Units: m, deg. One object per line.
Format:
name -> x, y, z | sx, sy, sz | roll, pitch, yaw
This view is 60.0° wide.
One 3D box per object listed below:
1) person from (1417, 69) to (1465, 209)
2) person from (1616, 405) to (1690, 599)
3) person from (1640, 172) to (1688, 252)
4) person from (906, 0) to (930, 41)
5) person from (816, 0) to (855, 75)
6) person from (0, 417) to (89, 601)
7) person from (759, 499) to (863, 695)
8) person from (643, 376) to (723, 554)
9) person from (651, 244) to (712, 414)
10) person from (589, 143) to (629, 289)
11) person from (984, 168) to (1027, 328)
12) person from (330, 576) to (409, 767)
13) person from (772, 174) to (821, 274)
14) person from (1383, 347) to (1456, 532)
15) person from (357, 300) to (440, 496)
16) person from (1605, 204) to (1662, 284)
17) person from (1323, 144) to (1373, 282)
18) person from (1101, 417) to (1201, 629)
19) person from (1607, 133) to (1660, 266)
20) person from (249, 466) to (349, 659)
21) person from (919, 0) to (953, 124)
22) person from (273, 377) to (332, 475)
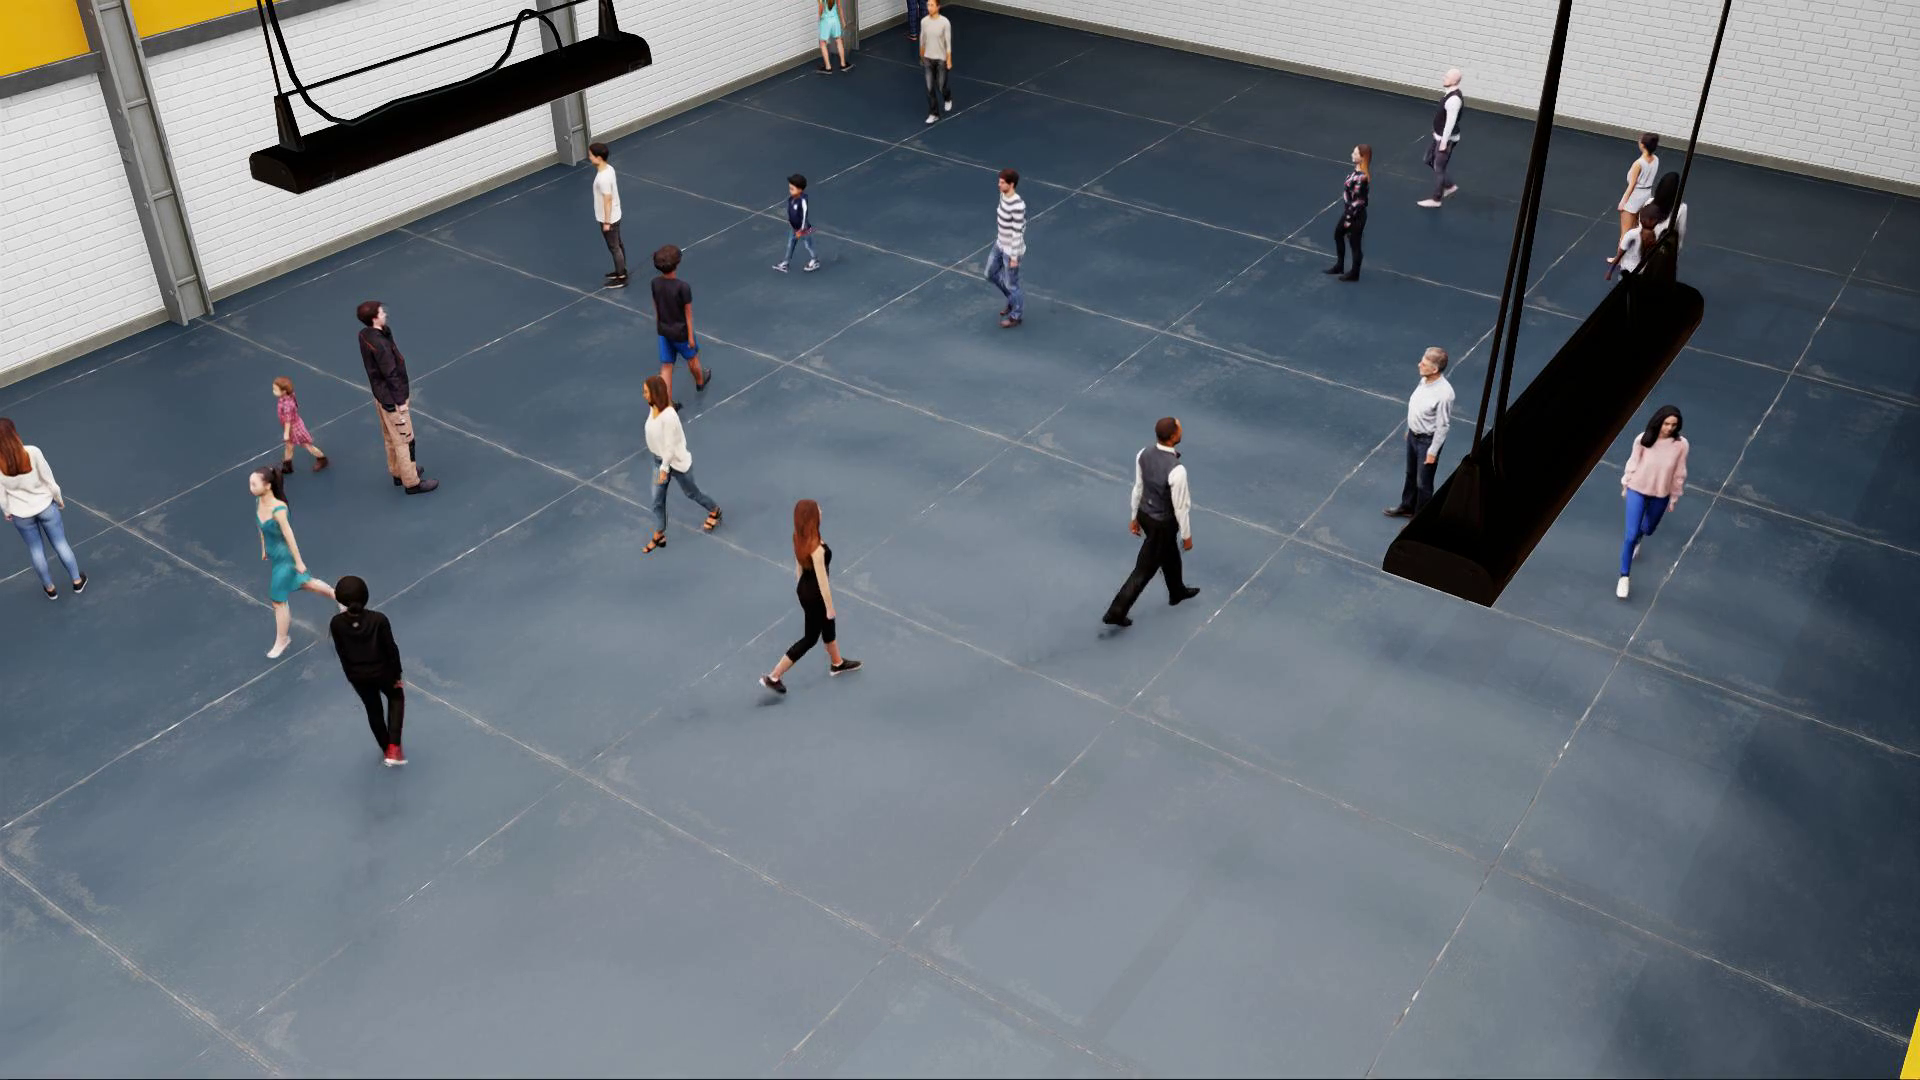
person -> 6.235, -5.085, 21.124 | 0.922, 1.815, 0.838 | 5, 34, 7
person -> 5.860, -0.416, 14.170 | 0.879, 1.736, 1.196 | 9, 35, 13
person -> 7.715, -3.219, 18.457 | 0.650, 1.659, 1.128 | 23, 40, 30
person -> -0.713, -9.119, 27.184 | 0.729, 1.824, 0.825 | -12, 35, -17
person -> -1.985, -8.019, 25.786 | 0.585, 1.540, 0.874 | -17, 37, -24
person -> -7.792, -0.268, 13.987 | 0.651, 1.692, 0.769 | -15, 37, -22
person -> -1.204, 0.473, 12.867 | 1.177, 1.697, 0.950 | -14, 36, -20
person -> -2.457, -0.690, 14.677 | 1.140, 1.632, 0.816 | -25, 41, -32
person -> -2.889, -2.036, 16.601 | 0.872, 1.744, 1.203 | 10, 35, 14
person -> -4.053, -3.771, 19.232 | 0.760, 1.720, 0.679 | -3, 34, -4
person -> 0.638, -3.226, 18.308 | 0.861, 1.836, 0.819 | -12, 35, -17
person -> -4.280, 1.013, 12.087 | 0.787, 1.662, 0.849 | -5, 34, -7
person -> -1.836, -3.724, 19.640 | 0.872, 1.190, 0.655 | -24, 41, -32
person -> 4.155, -0.915, 14.849 | 0.782, 1.817, 0.735 | -7, 34, -11
person -> -5.262, -1.329, 15.373 | 0.714, 1.925, 0.761 | -23, 40, -31
person -> 7.173, -2.695, 17.650 | 1.073, 1.678, 1.114 | -6, 34, -10
person -> 4.662, -3.780, 19.288 | 0.794, 1.672, 0.722 | 3, 34, 5
person -> 1.552, -0.094, 13.559 | 1.393, 1.876, 1.060 | -19, 38, -26
person -> 8.046, -4.062, 19.747 | 0.574, 1.636, 0.696 | -18, 38, -25
person -> -5.370, 0.124, 13.435 | 1.082, 1.651, 0.704 | -28, 43, -36
person -> -0.309, -6.929, 23.914 | 0.756, 1.796, 0.928 | 14, 36, 20
person -> -6.299, -1.083, 15.830 | 0.789, 1.011, 0.622 | -16, 37, -23
